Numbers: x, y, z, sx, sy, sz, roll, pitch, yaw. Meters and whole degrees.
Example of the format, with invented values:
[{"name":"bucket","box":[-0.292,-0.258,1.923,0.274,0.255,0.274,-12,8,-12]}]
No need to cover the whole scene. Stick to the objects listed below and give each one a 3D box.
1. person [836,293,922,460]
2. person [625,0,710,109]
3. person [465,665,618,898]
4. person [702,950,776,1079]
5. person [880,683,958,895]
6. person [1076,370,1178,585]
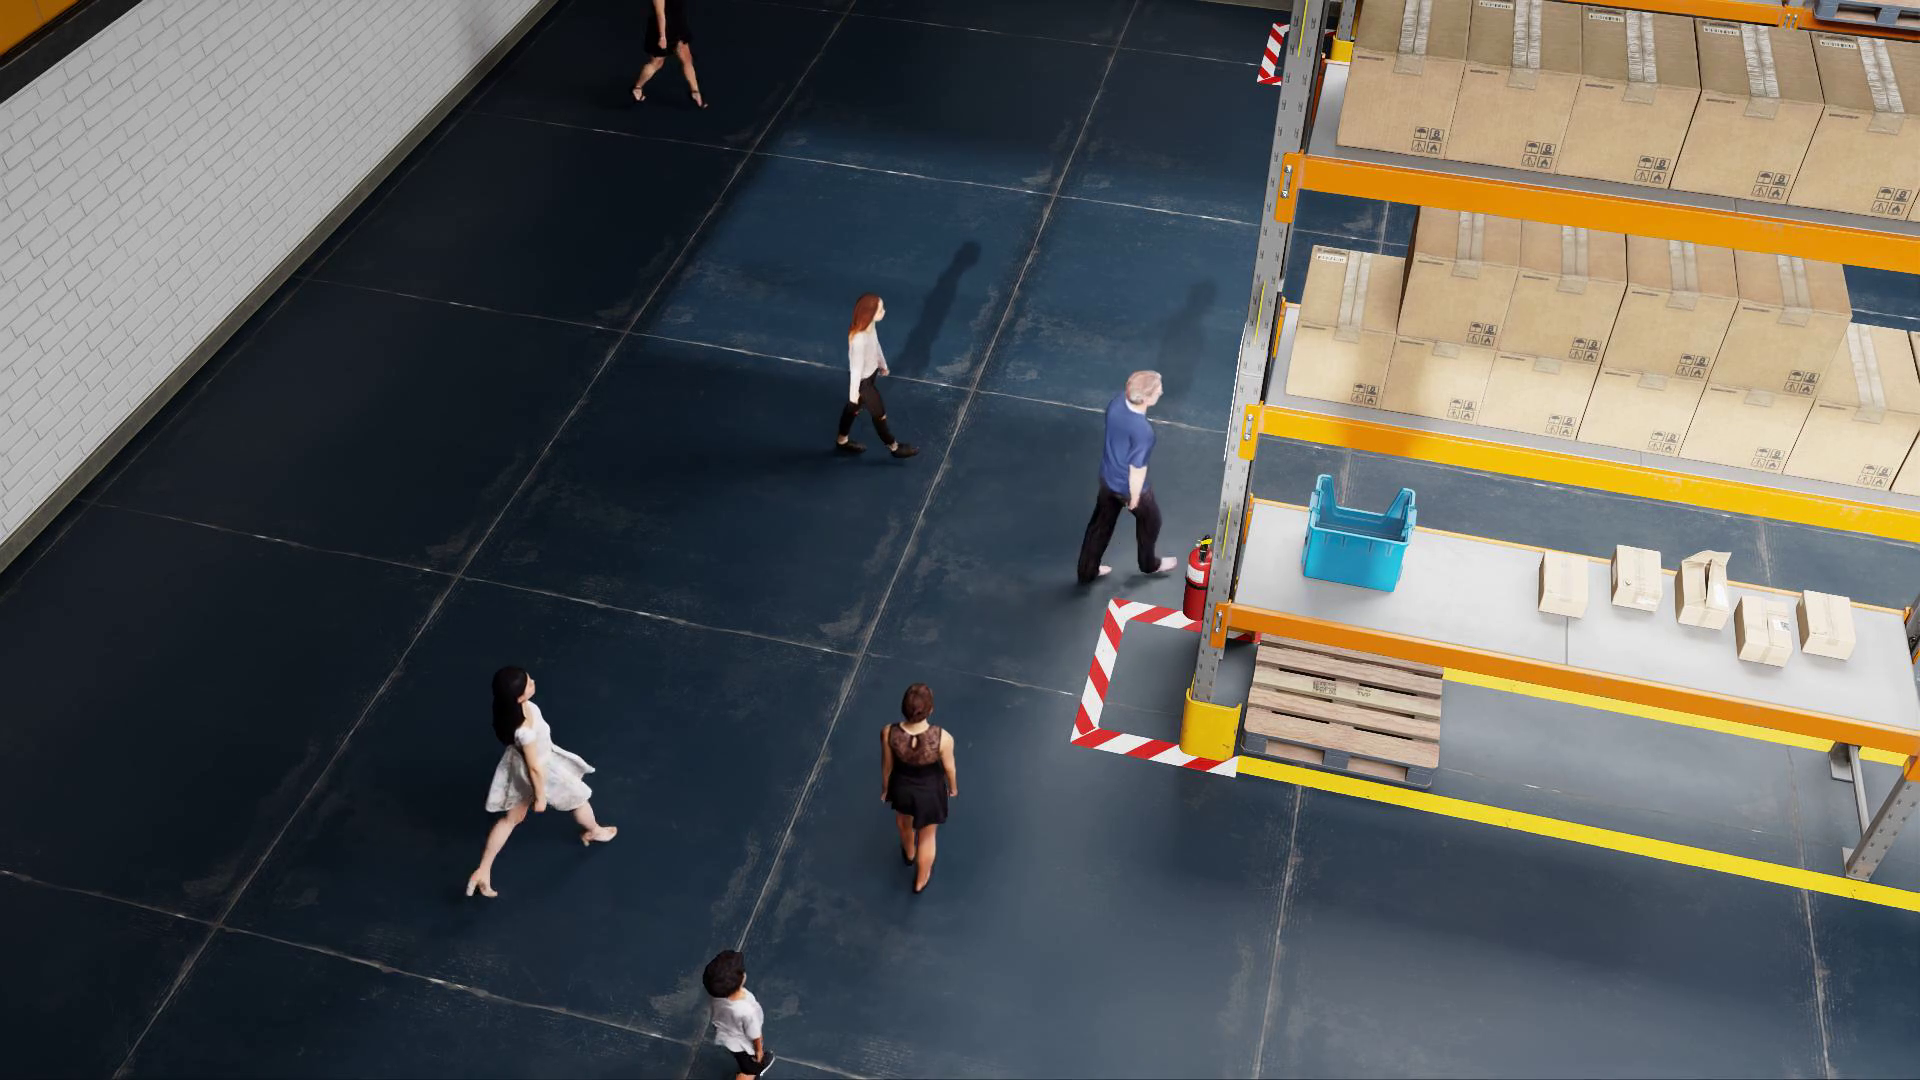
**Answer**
[{"name":"person","box":[-0.791,-1.190,12.288,0.927,1.453,0.674,3,44,3]},{"name":"person","box":[-2.919,-4.904,16.032,1.068,1.666,0.756,3,44,3]},{"name":"person","box":[-2.483,1.377,9.391,1.134,1.732,1.164,-28,50,-26]},{"name":"person","box":[-1.167,2.544,8.516,0.748,1.249,0.691,25,49,24]},{"name":"person","box":[-0.261,1.460,9.352,0.590,1.665,0.660,8,44,8]},{"name":"person","box":[1.022,-0.358,11.136,1.069,1.837,1.011,-25,49,-24]}]
